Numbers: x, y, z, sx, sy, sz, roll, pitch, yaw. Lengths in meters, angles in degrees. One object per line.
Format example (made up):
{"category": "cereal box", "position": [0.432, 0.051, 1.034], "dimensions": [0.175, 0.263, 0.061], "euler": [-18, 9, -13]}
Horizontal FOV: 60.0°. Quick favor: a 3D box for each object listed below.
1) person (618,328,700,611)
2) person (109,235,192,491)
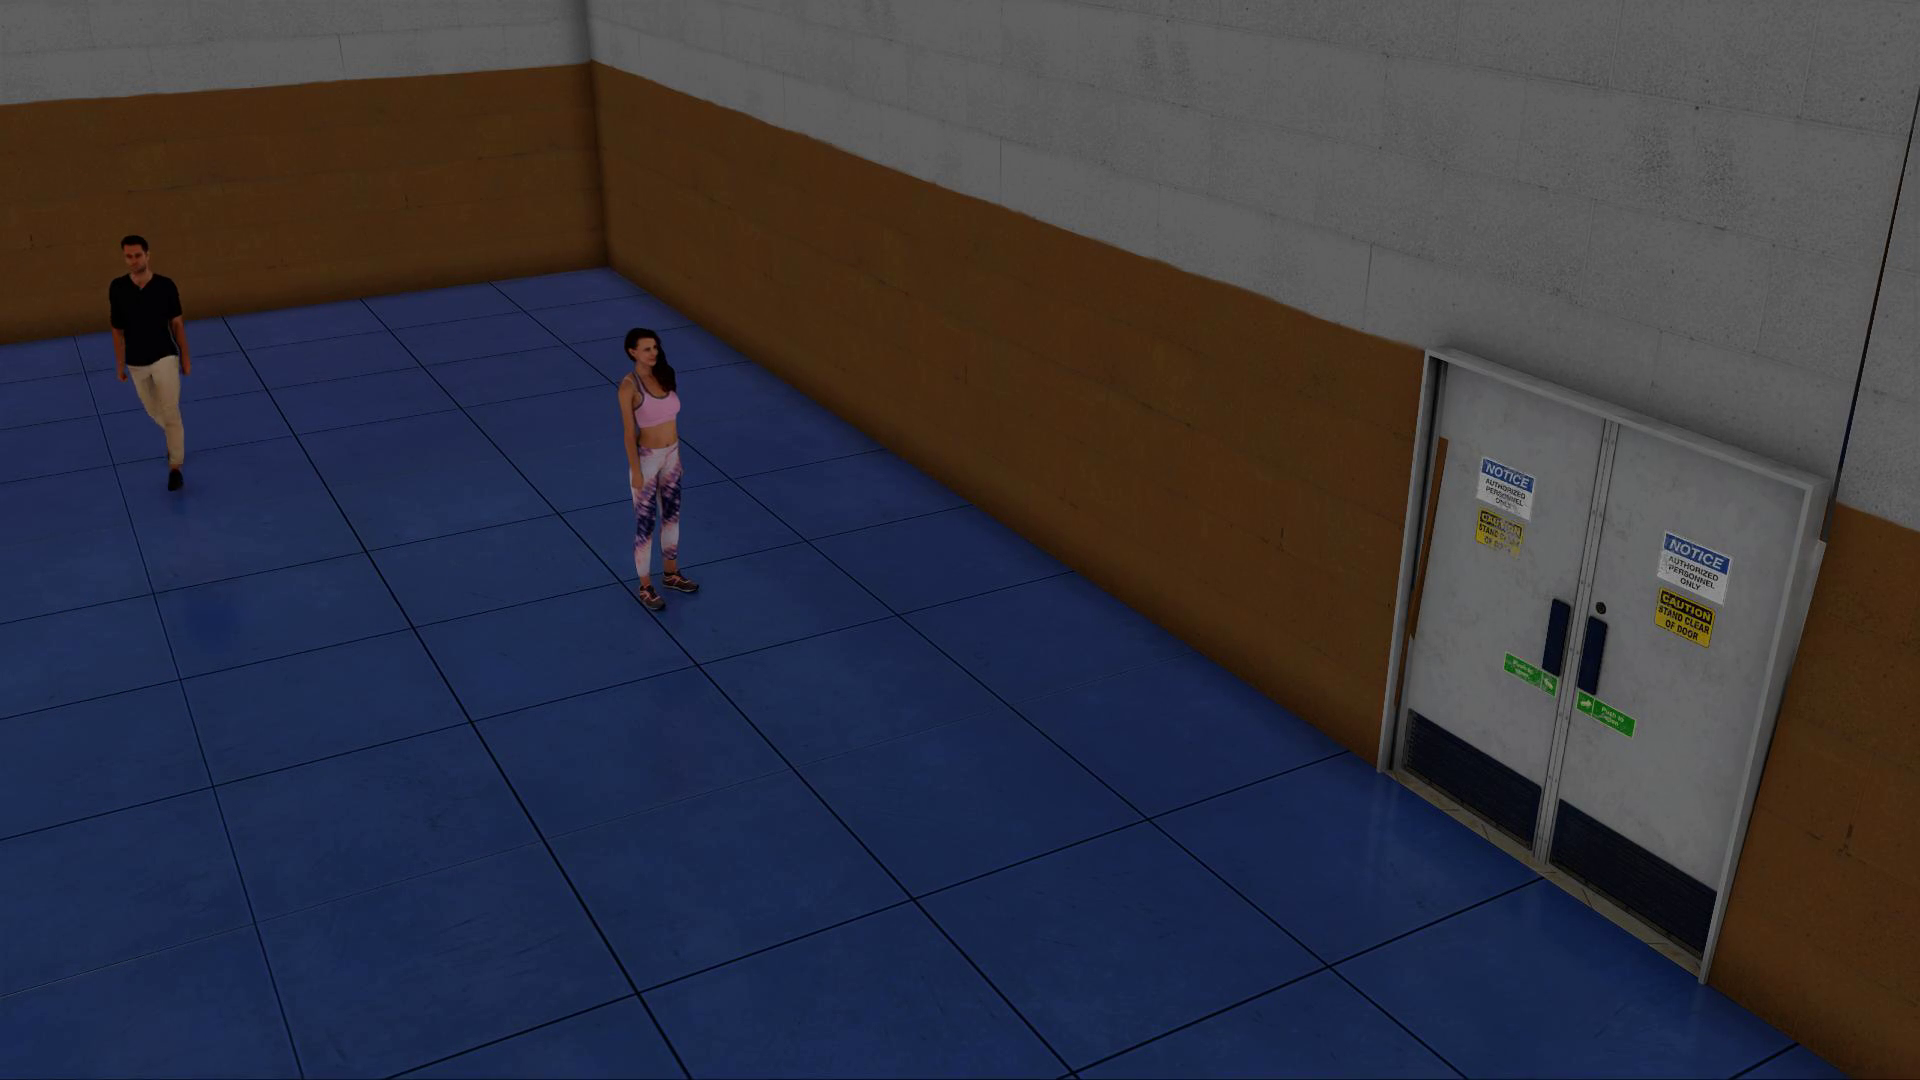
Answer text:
{"category": "person", "position": [-1.898, -0.460, 10.327], "dimensions": [0.734, 1.767, 0.621], "euler": [16, 28, 32]}
{"category": "person", "position": [-5.920, -1.332, 12.218], "dimensions": [1.210, 1.823, 0.958], "euler": [-5, 24, -10]}
